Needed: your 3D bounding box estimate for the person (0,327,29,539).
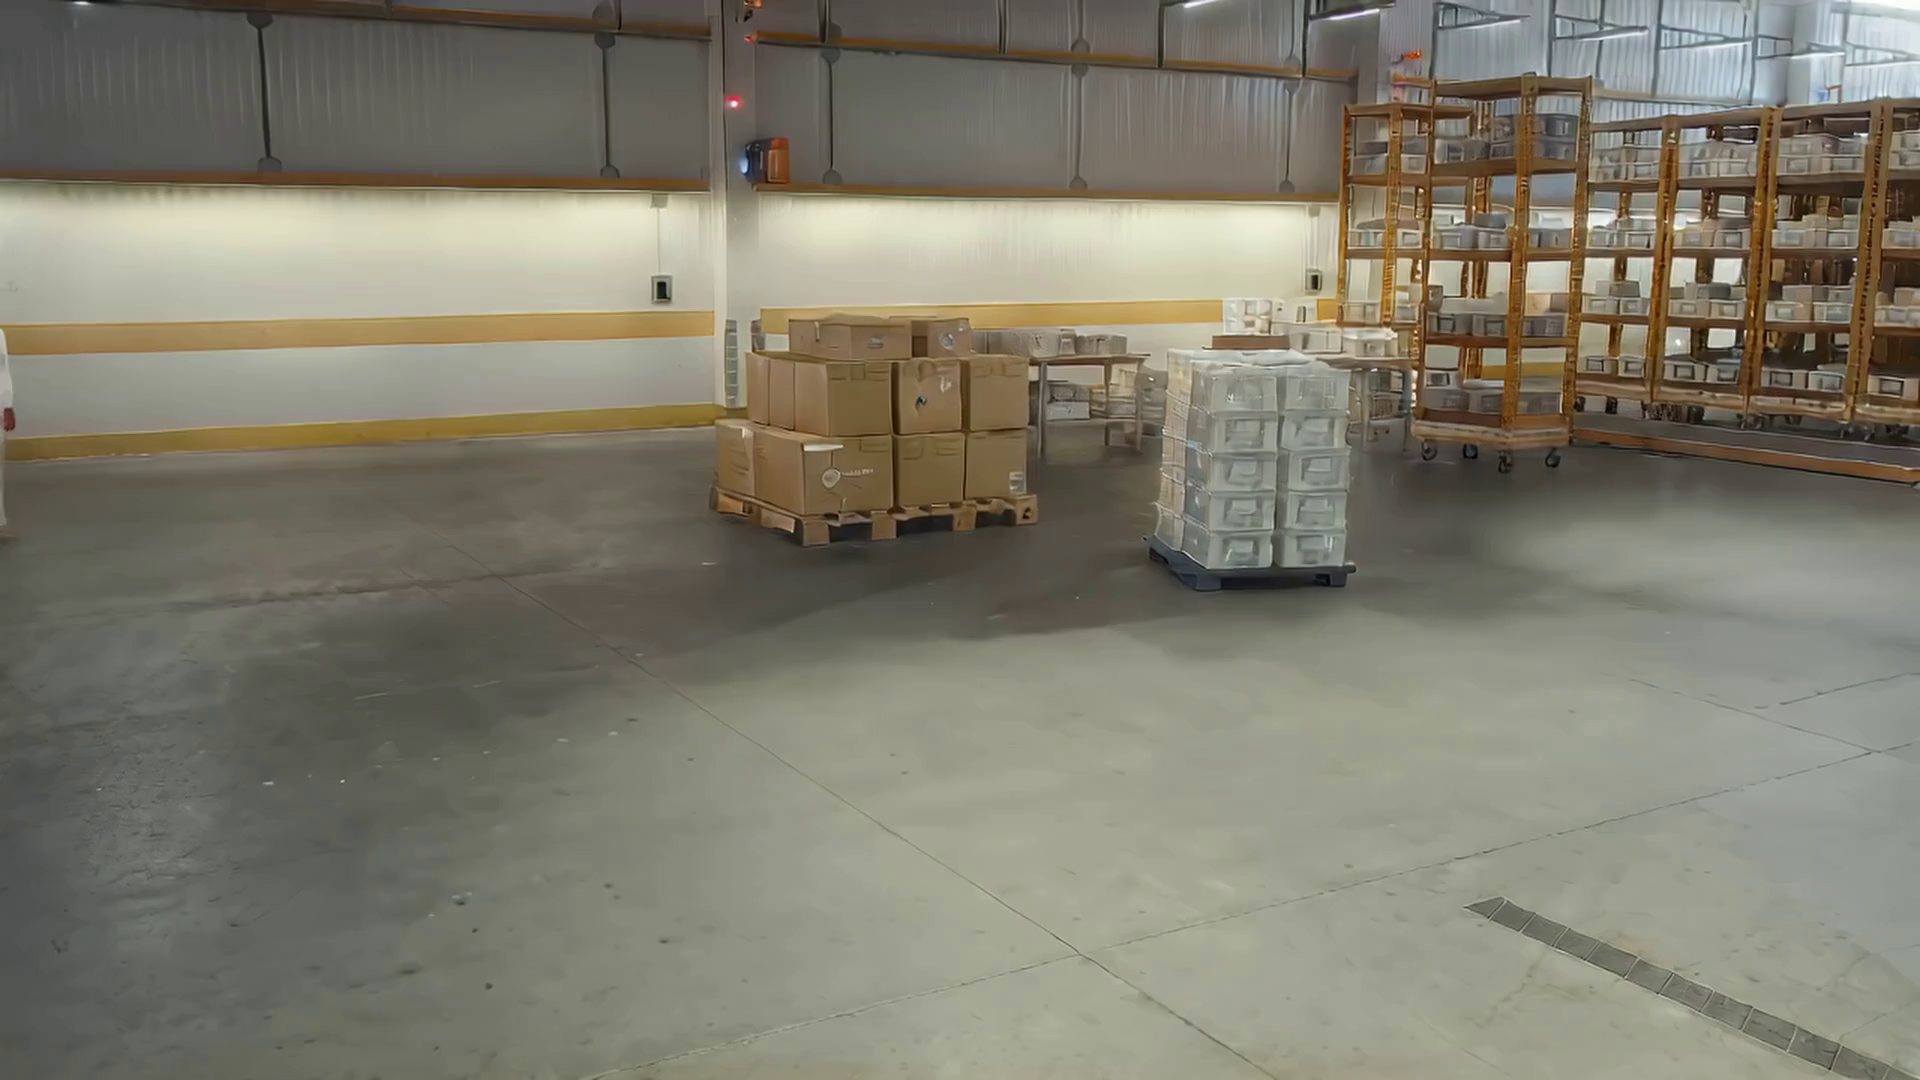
[{"bbox_3d":[-6.969,-0.949,11.744,0.667,1.924,0.408,3,10,15],"label":"person"}]
